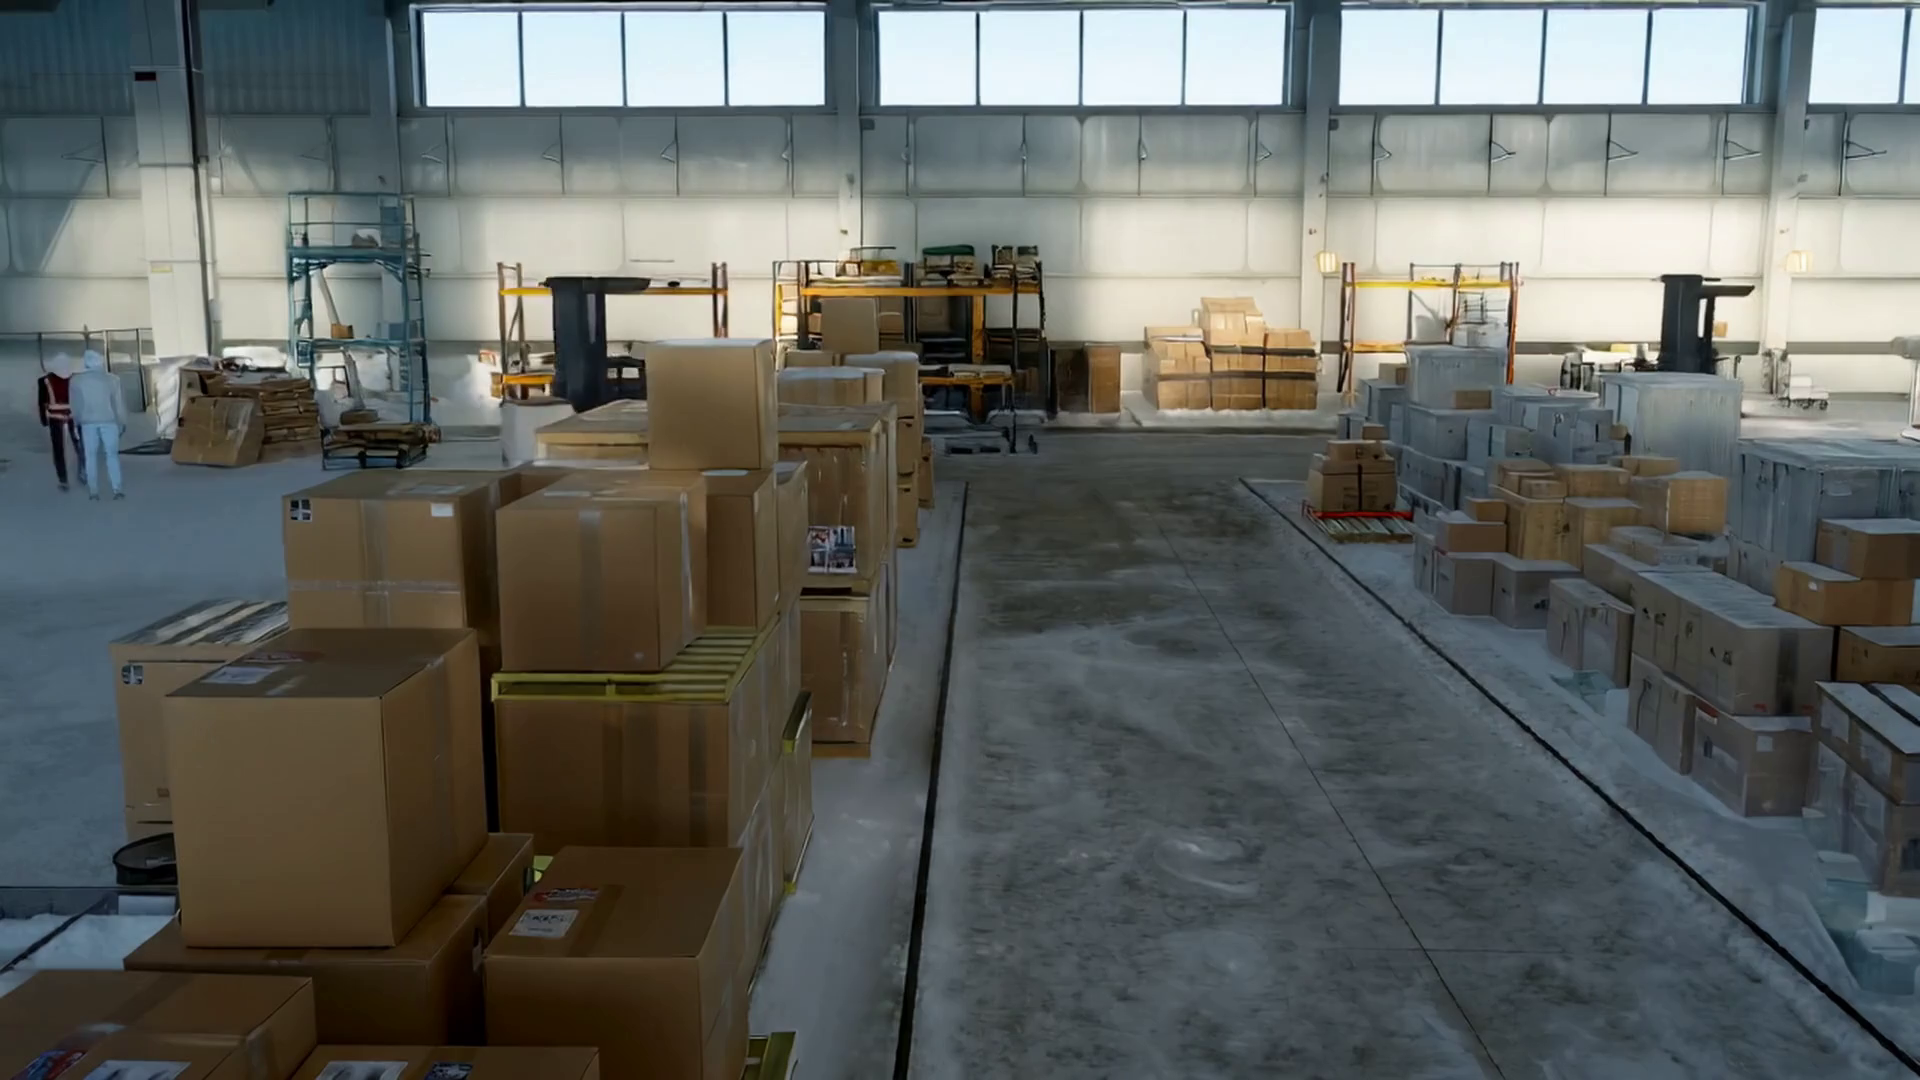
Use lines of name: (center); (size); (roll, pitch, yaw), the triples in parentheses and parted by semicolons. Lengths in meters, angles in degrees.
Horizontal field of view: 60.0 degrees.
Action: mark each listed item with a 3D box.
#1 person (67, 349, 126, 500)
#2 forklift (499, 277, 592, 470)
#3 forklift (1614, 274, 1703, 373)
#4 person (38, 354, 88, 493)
person: (-11.010, -1.471, 21.261); (0.630, 1.940, 0.372); (-4, 10, -22)
forklift: (-5.470, -2.296, 23.386); (1.873, 2.768, 1.129); (-5, 11, -27)
forklift: (12.604, -3.276, 29.256); (1.873, 2.768, 1.129); (0, 9, 1)
person: (-11.743, -1.515, 21.837); (0.597, 1.828, 1.007); (-7, 12, -36)
